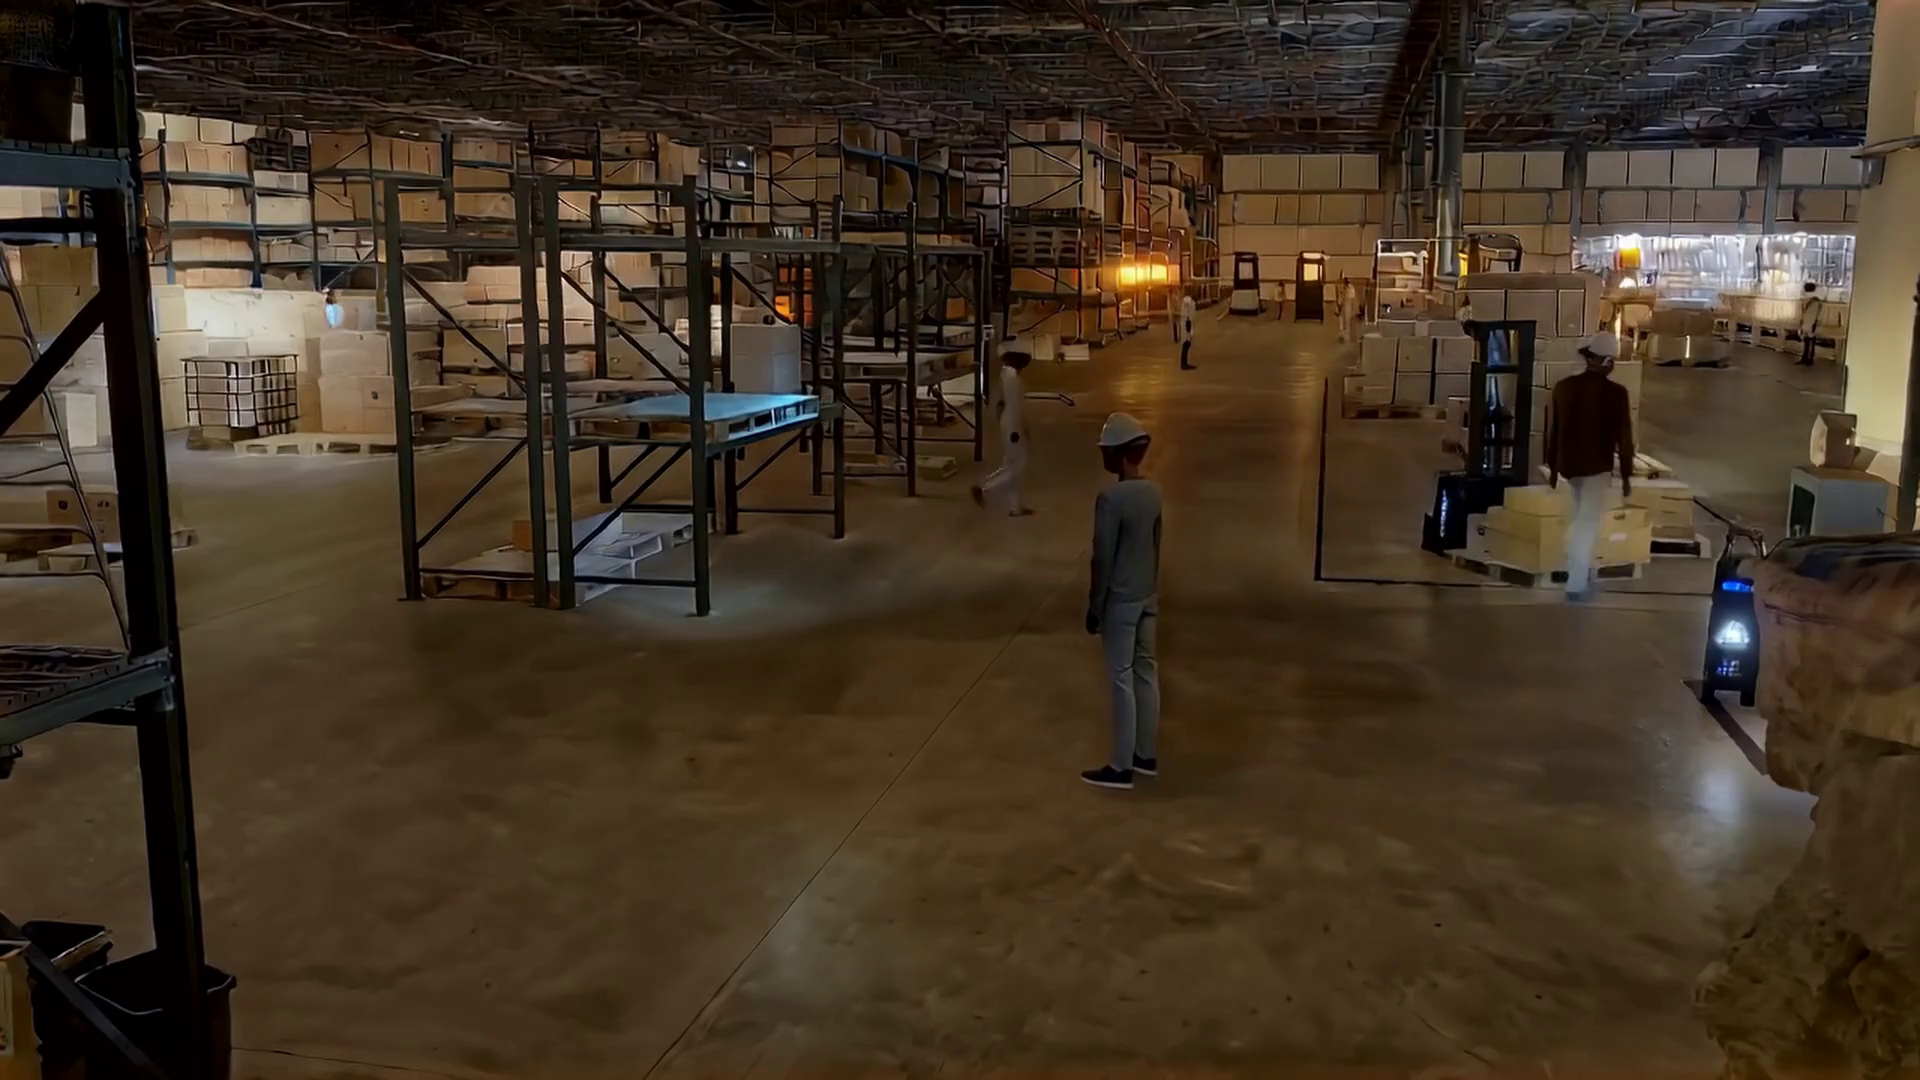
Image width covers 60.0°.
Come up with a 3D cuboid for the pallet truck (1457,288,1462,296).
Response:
[{"bbox_3d":[20.506,-9.785,68.819,0.653,1.274,1.630,2,10,12],"label":"pallet truck"}]

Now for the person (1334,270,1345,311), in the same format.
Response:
[{"bbox_3d":[18.287,-12.012,80.090,0.602,1.948,0.387,-5,11,-27],"label":"person"}]

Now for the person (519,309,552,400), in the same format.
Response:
[{"bbox_3d":[-6.013,-2.419,23.675,0.806,1.824,0.515,6,11,30],"label":"person"}]

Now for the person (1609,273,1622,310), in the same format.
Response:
[{"bbox_3d":[29.179,-10.946,74.006,0.809,1.877,0.656,9,13,42],"label":"person"}]

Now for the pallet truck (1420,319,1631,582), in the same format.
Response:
[{"bbox_3d":[4.543,-0.757,13.299,0.823,1.965,1.885,-4,10,-22],"label":"pallet truck"}]

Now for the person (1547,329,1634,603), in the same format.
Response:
[{"bbox_3d":[4.599,-0.529,12.013,0.609,1.970,0.649,-5,11,-28],"label":"person"}]

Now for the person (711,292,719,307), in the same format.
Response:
[{"bbox_3d":[-6.250,-5.366,41.552,0.715,1.671,0.540,3,10,16],"label":"person"}]

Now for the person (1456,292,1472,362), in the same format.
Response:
[{"bbox_3d":[12.143,-5.152,40.241,0.543,1.679,0.607,-8,13,-40],"label":"person"}]

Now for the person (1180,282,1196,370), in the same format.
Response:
[{"bbox_3d":[5.096,-4.776,37.190,0.371,1.966,0.608,0,10,2],"label":"person"}]

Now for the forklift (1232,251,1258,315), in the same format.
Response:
[{"bbox_3d":[12.675,-11.404,73.738,1.129,2.768,1.873,2,10,12],"label":"forklift"}]

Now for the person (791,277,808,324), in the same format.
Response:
[{"bbox_3d":[-5.340,-7.825,55.499,0.643,1.888,0.550,3,10,18],"label":"person"}]

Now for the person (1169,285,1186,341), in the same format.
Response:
[{"bbox_3d":[6.598,-6.842,50.238,0.558,1.684,0.362,1,10,6],"label":"person"}]

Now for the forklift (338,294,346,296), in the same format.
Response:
[{"bbox_3d":[-19.204,-7.762,52.170,1.873,2.768,1.129,2,10,12],"label":"forklift"}]

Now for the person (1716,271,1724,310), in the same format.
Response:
[{"bbox_3d":[36.737,-12.059,80.342,0.686,1.954,0.722,-3,10,-19],"label":"person"}]

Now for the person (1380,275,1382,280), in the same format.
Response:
[{"bbox_3d":[22.194,-13.088,87.218,0.490,1.700,0.879,8,12,39],"label":"person"}]

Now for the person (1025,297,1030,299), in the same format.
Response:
[{"bbox_3d":[2.519,-8.262,57.916,0.635,1.937,0.354,-9,13,-43],"label":"person"}]

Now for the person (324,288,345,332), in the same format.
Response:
[{"bbox_3d":[-12.788,-4.210,34.079,0.984,1.897,0.560,1,10,6],"label":"person"}]

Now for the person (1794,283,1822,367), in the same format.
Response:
[{"bbox_3d":[19.639,-4.978,38.473,0.355,1.938,0.544,-1,10,-7],"label":"person"}]

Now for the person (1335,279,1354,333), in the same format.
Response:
[{"bbox_3d":[12.956,-7.885,56.096,0.626,1.788,0.889,3,10,15],"label":"person"}]

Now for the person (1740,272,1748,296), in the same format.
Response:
[{"bbox_3d":[37.598,-11.928,79.884,0.566,1.849,0.387,-3,10,-18],"label":"person"}]

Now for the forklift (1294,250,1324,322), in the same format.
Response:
[{"bbox_3d":[13.778,-10.002,65.433,1.129,2.768,1.873,2,10,12],"label":"forklift"}]

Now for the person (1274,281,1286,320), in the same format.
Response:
[{"bbox_3d":[13.028,-9.763,67.756,0.505,1.617,0.564,4,11,24],"label":"person"}]

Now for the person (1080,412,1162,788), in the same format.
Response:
[{"bbox_3d":[0.766,0.279,7.874,0.334,1.764,0.525,7,12,35],"label":"person"}]

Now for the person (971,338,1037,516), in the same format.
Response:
[{"bbox_3d":[0.442,-1.080,16.014,0.553,1.716,0.509,0,10,2],"label":"person"}]
